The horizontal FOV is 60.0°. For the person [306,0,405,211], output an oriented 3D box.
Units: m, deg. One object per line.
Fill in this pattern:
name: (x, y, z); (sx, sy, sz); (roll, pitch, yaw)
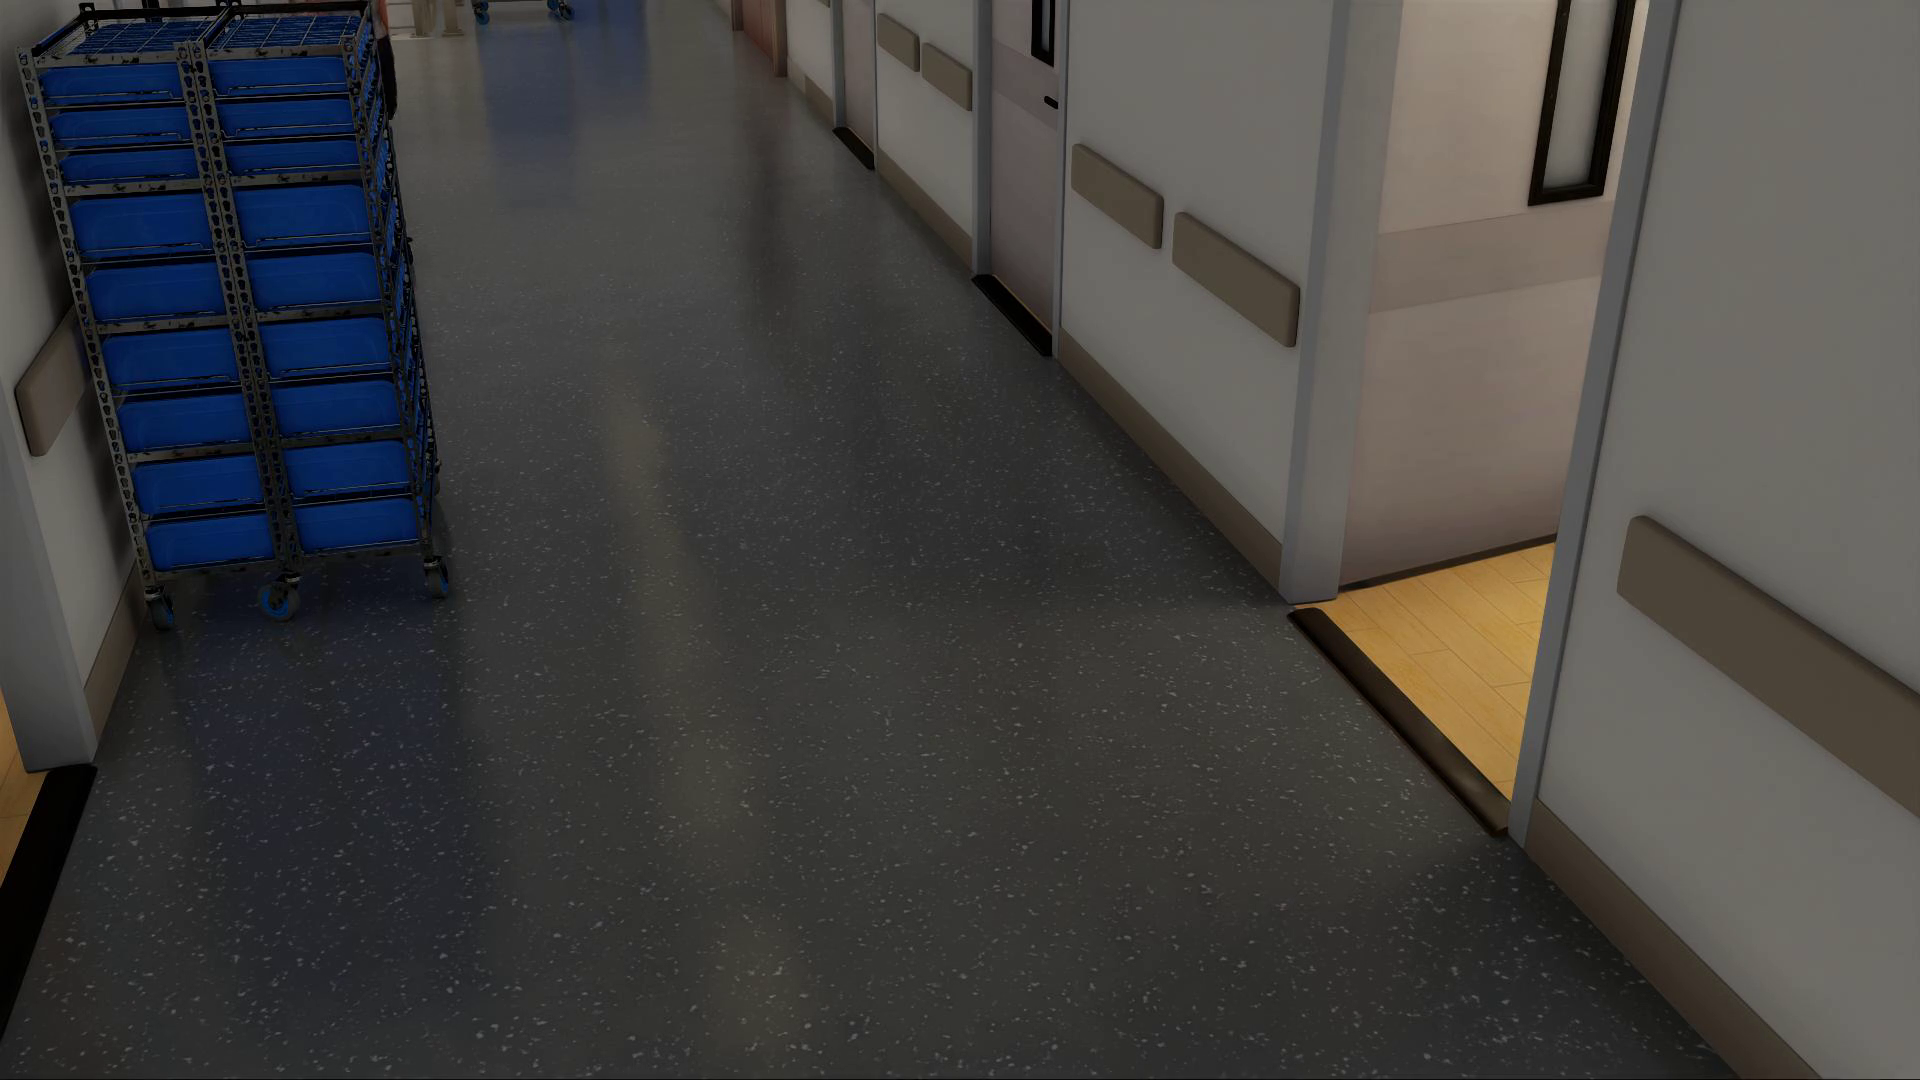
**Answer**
person: (-3.460, -2.812, 9.345); (1.072, 1.873, 0.933); (22, 33, 37)
